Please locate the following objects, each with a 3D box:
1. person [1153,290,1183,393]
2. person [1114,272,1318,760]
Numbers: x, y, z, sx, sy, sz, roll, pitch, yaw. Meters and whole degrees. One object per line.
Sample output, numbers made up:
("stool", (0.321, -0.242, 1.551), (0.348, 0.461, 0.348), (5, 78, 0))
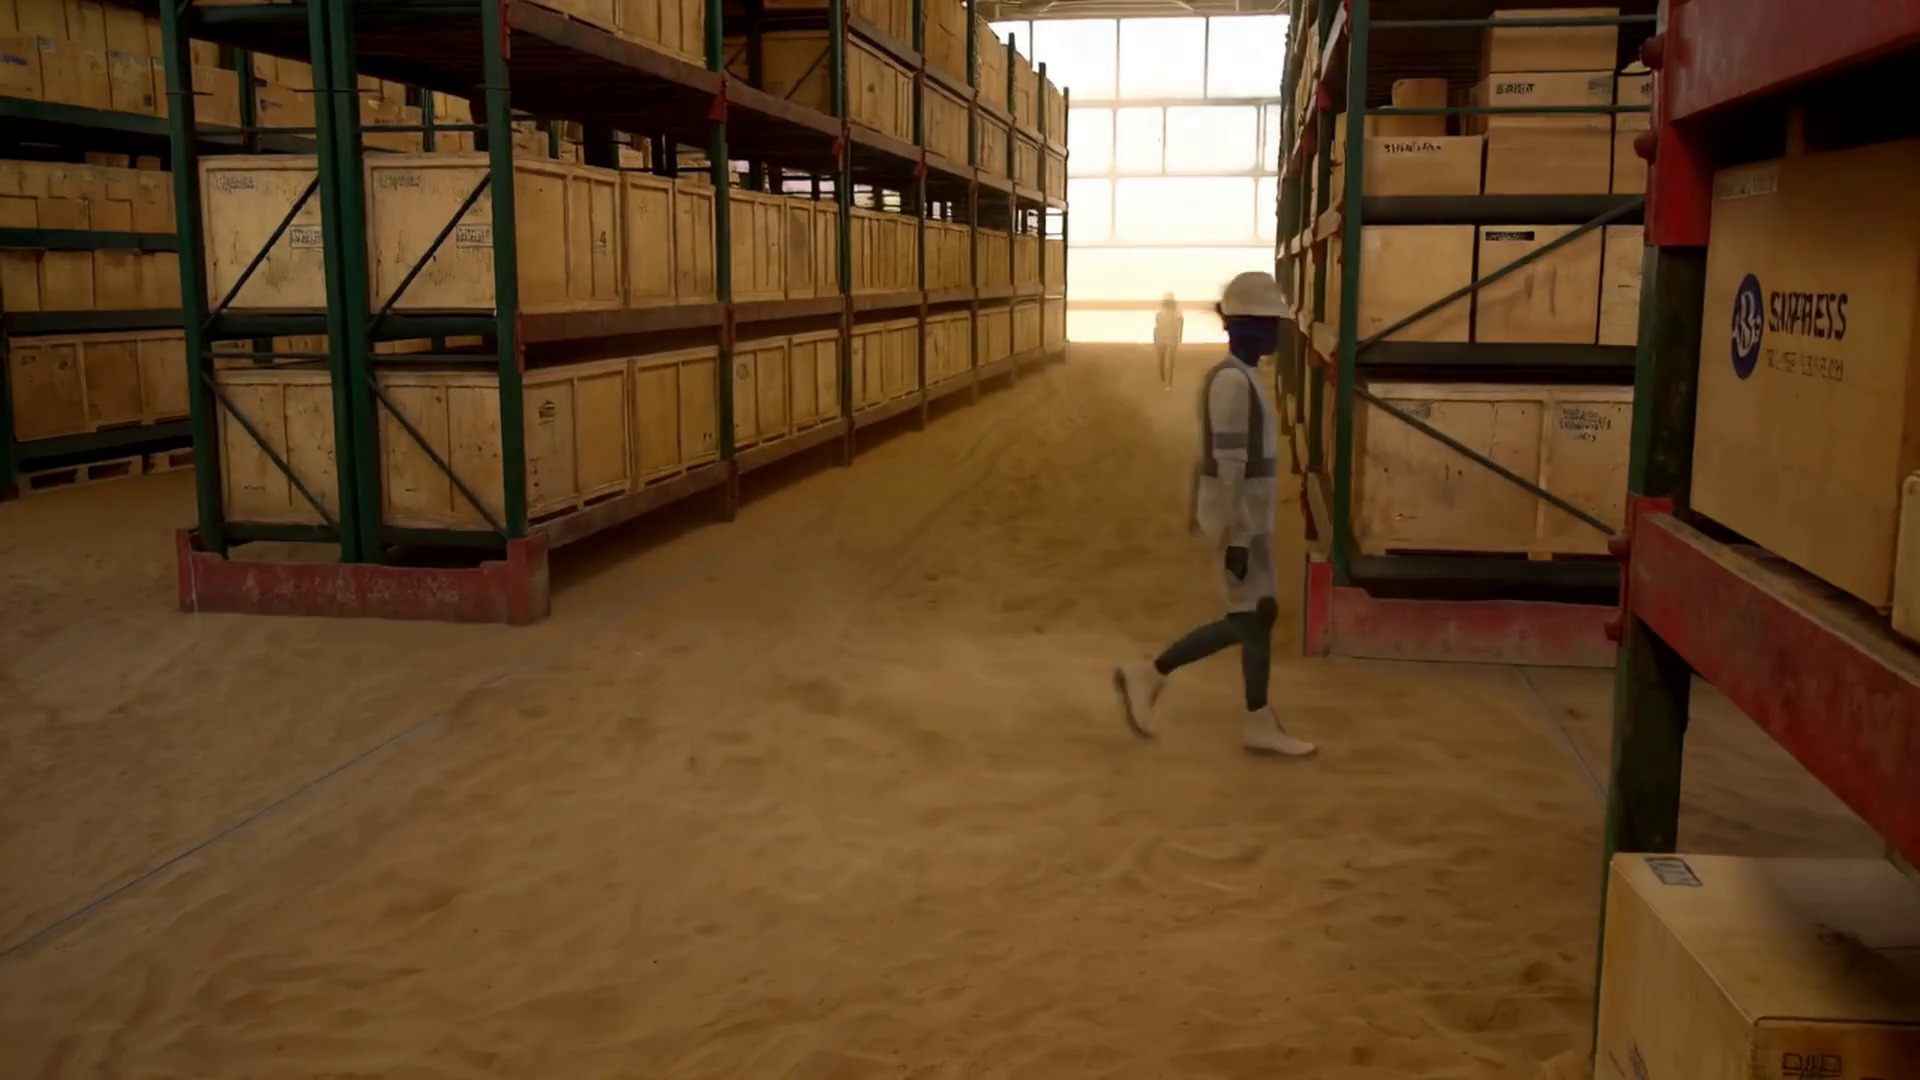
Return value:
("person", (3.513, -3.362, 28.107), (0.493, 1.727, 0.641), (2, 9, 14))
("person", (1.092, -0.088, 6.875), (0.759, 2.028, 0.619), (3, 10, 19))
